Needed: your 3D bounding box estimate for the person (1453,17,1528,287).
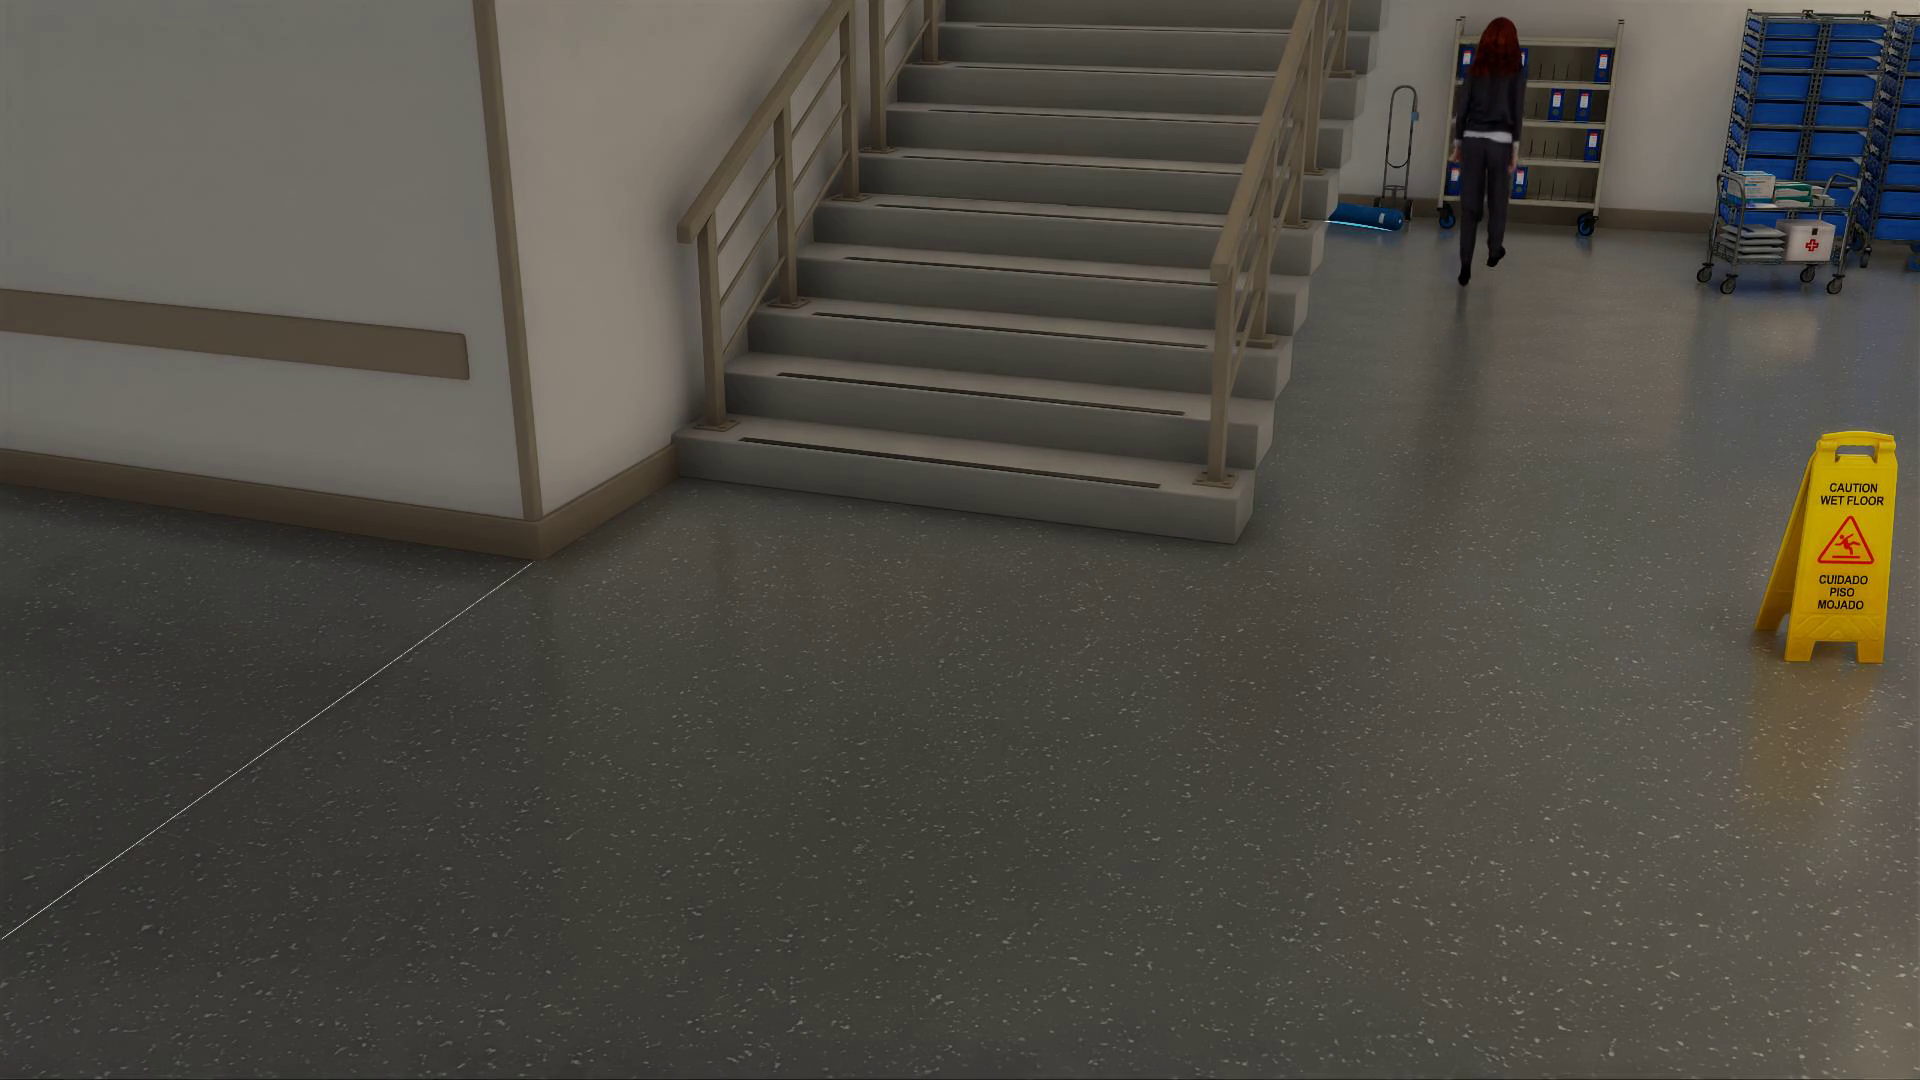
[{"bbox_3d":[3.531,-2.563,11.198,0.636,1.729,1.099,9,23,22],"label":"person"}]
